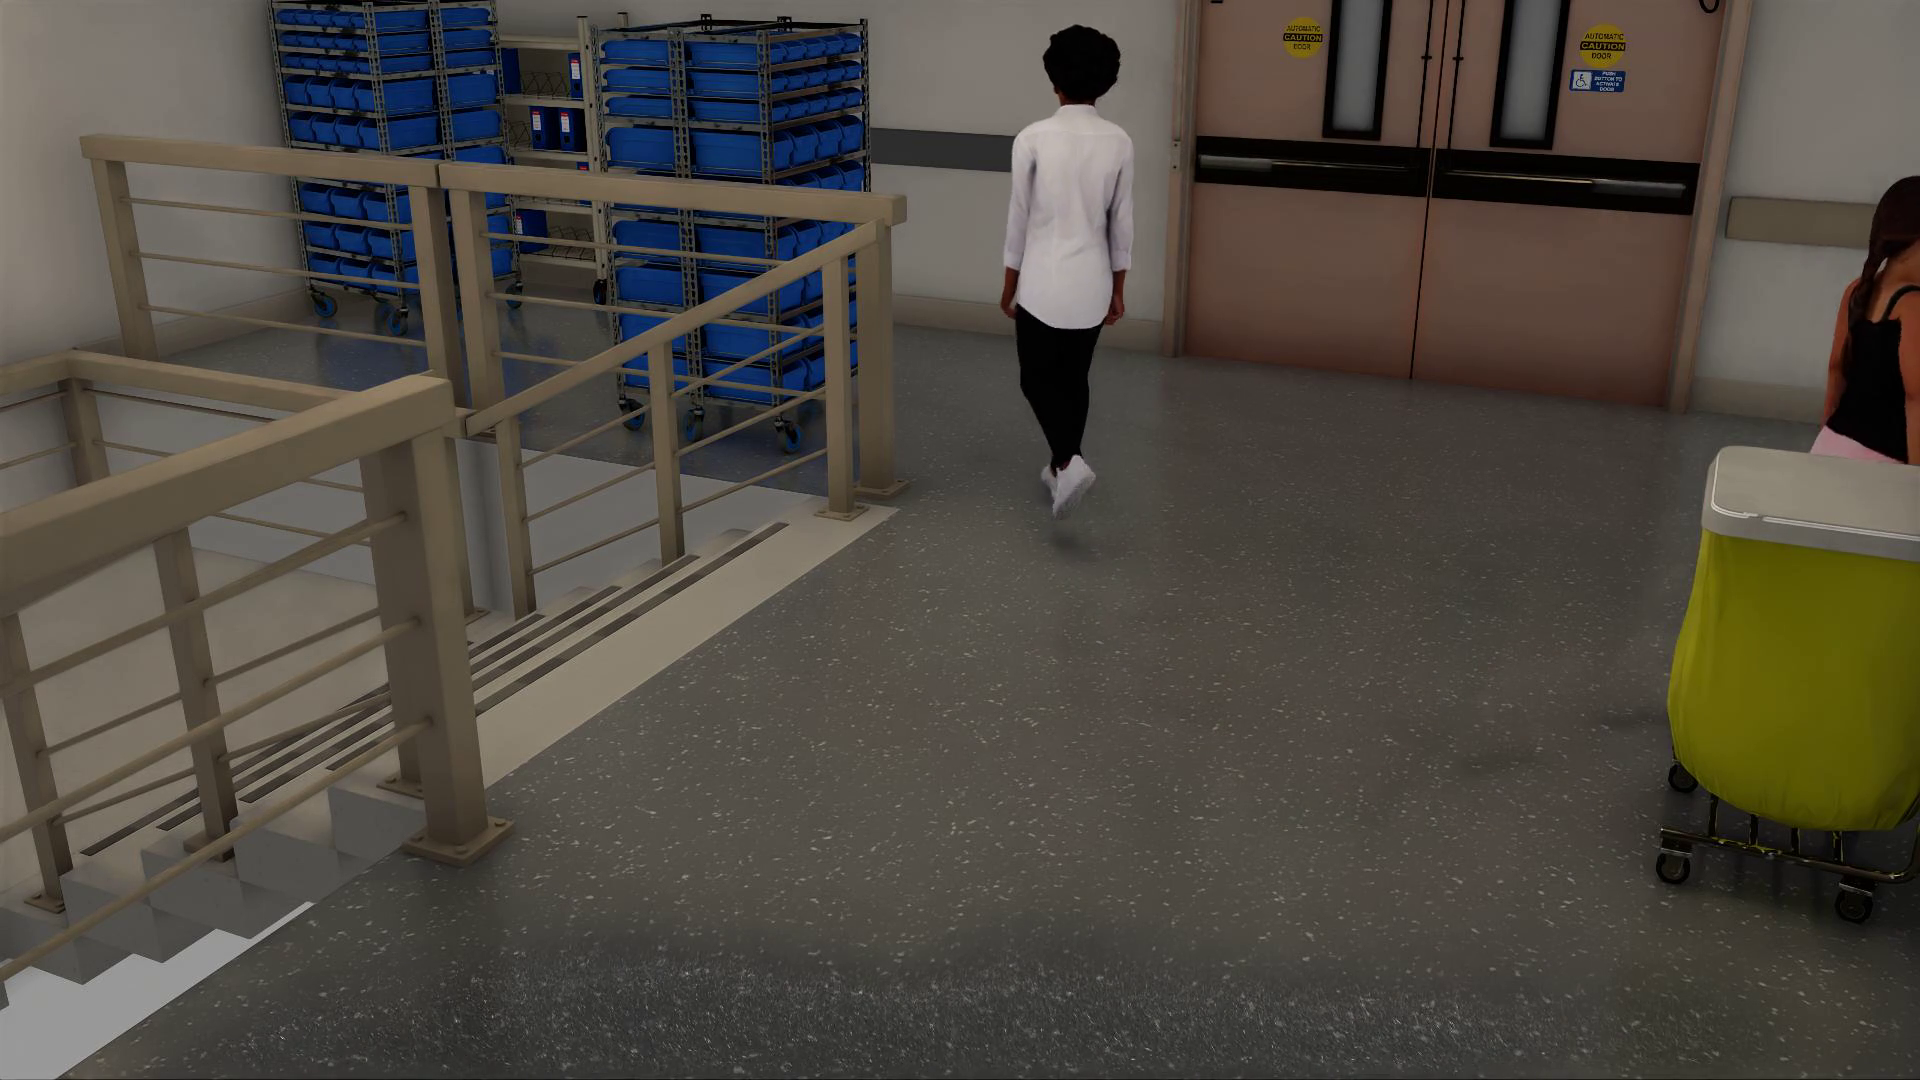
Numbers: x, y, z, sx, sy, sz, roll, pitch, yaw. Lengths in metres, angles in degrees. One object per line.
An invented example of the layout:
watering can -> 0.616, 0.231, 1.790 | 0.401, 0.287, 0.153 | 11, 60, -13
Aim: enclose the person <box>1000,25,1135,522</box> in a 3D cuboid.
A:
person -> 0.402, -0.937, 6.098 | 1.011, 1.794, 1.034 | -5, 21, -13
